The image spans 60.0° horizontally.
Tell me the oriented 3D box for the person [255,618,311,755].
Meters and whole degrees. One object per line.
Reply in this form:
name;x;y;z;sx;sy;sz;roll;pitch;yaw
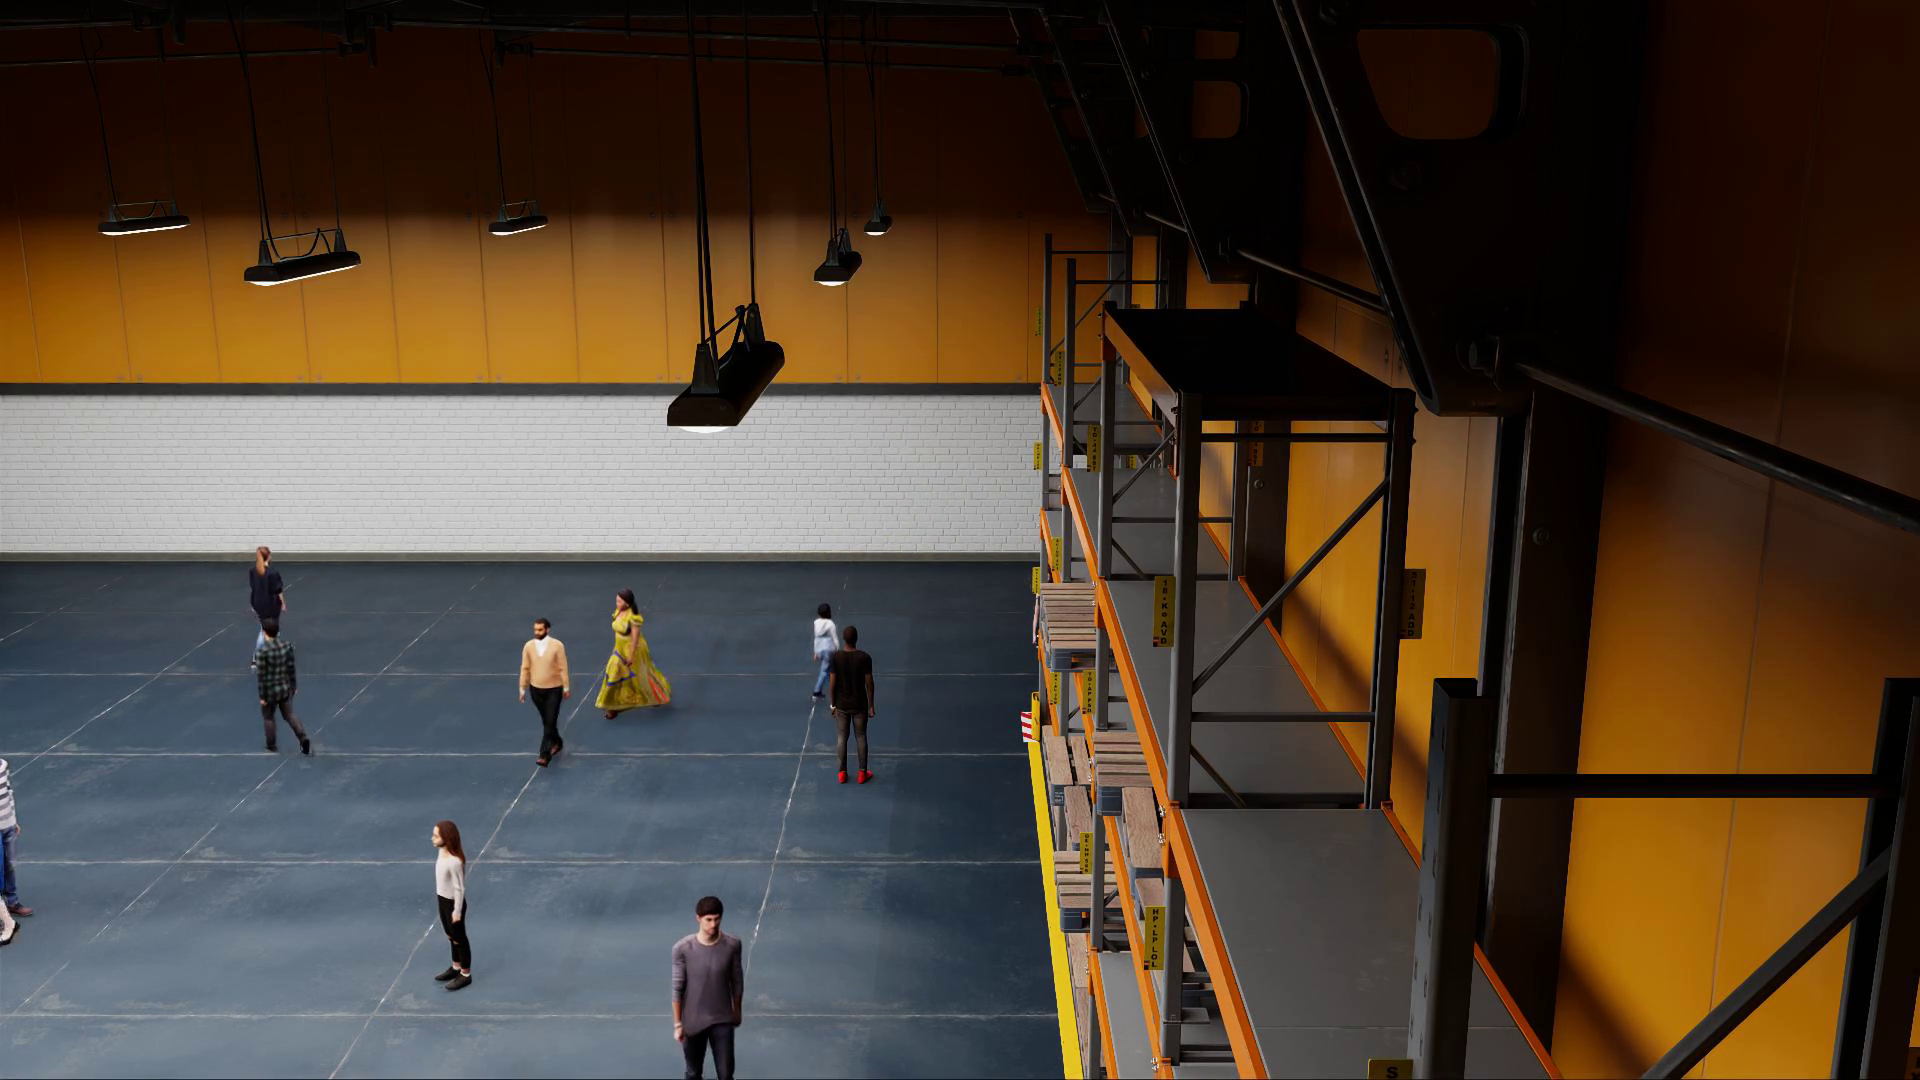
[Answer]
person;-7.987;1.756;19.515;1.039;1.698;1.061;9;16;33

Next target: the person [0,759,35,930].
person;-8.865;2.621;15.219;0.778;1.854;0.614;6;15;22

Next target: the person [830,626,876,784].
person;-1.217;1.830;18.591;0.657;1.804;0.529;1;14;3

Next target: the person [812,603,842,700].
person;-1.751;1.449;21.379;0.818;1.234;0.920;11;17;38

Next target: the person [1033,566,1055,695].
person;1.168;1.174;21.433;0.677;1.742;0.704;9;16;33

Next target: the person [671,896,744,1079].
person;-1.842;3.416;12.000;0.848;1.825;1.165;-3;14;-13

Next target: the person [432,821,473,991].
person;-4.307;3.077;14.124;0.678;1.484;0.594;-10;17;-36

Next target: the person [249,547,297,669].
person;-9.460;0.950;22.590;0.861;1.634;1.206;4;14;16

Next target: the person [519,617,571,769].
person;-4.745;1.728;19.218;0.825;1.709;1.180;2;14;10

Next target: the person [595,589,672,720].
person;-4.038;1.404;20.750;1.296;1.618;1.443;10;17;37
